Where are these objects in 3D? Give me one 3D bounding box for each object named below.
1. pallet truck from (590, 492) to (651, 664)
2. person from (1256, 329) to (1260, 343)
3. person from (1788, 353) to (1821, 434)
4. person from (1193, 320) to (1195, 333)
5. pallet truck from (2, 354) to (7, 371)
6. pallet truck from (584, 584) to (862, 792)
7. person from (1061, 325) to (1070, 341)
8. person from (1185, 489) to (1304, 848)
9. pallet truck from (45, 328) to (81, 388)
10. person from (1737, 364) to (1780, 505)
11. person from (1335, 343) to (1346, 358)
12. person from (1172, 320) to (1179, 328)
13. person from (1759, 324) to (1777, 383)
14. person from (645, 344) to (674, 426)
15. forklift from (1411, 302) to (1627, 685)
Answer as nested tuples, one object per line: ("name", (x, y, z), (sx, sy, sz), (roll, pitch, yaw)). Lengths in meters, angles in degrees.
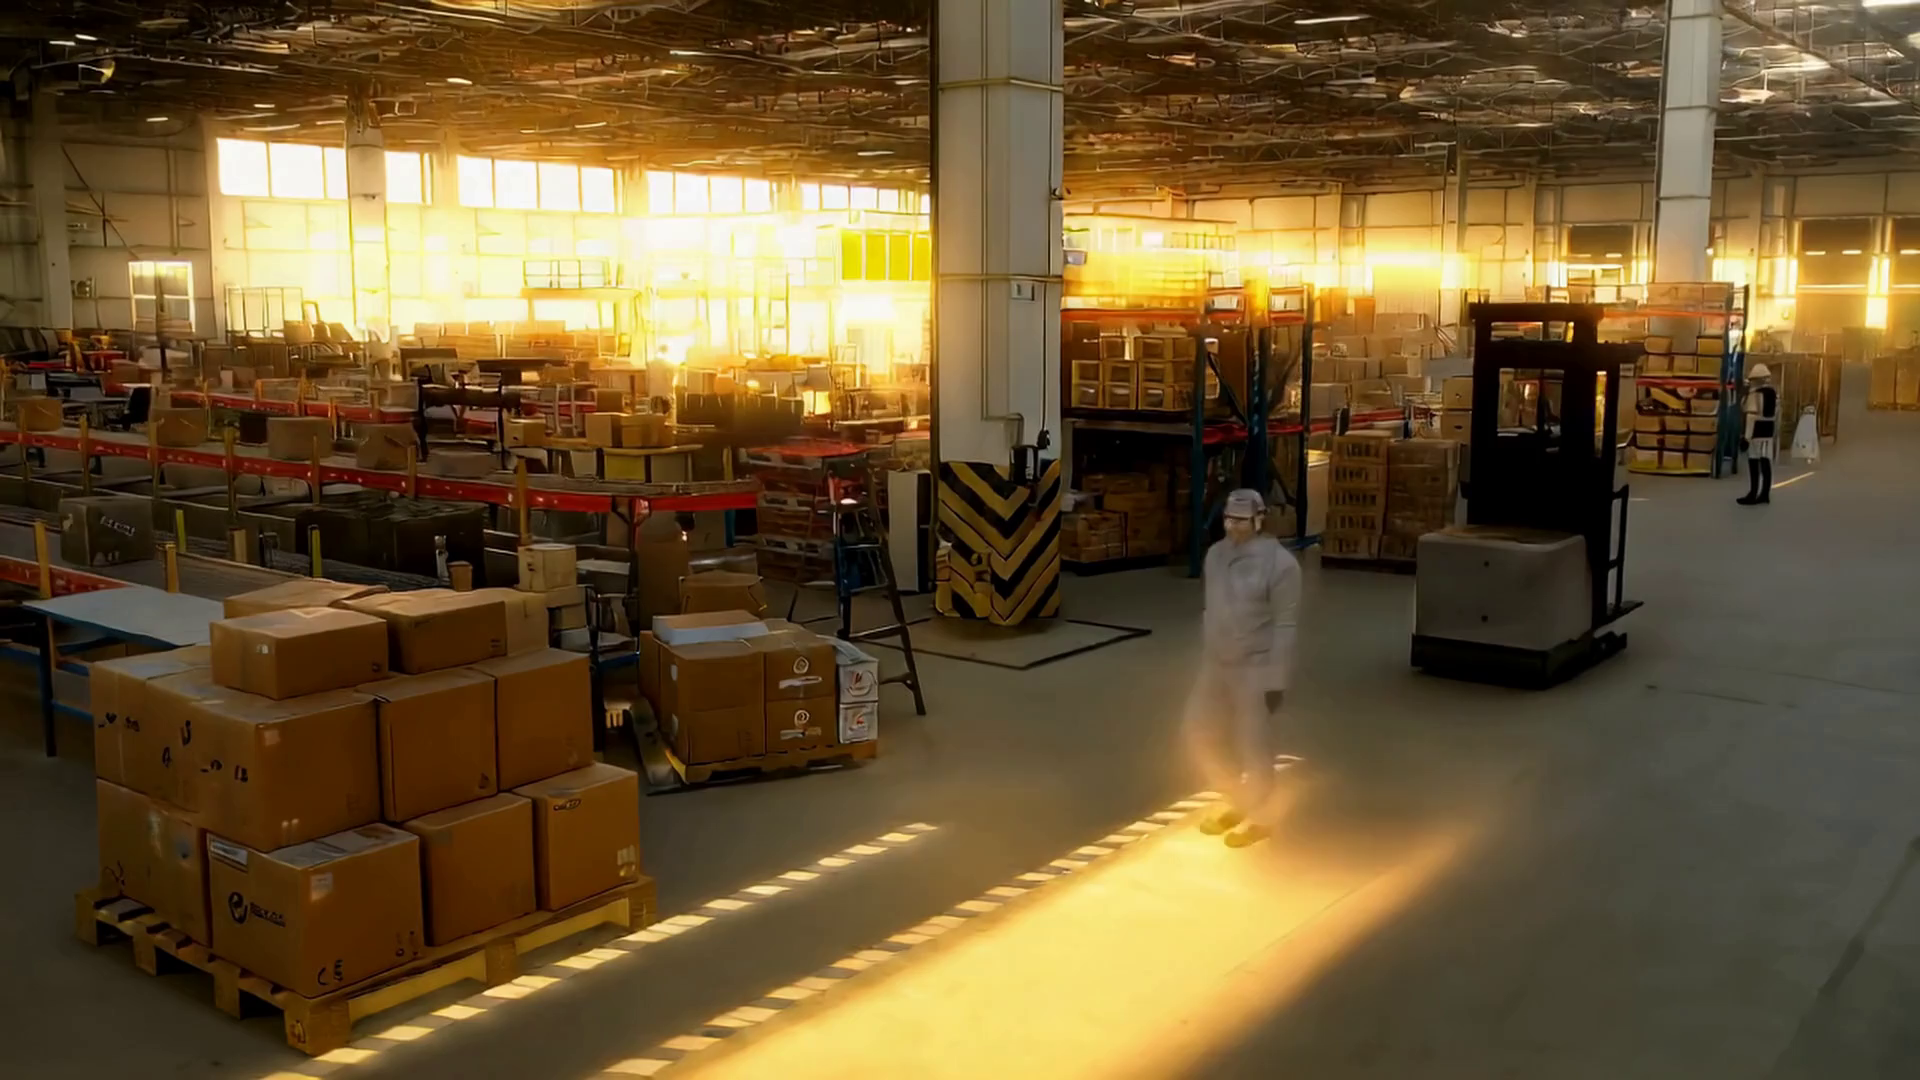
("pallet truck", (-3.115, 0.344, 12.883), (0.653, 1.274, 1.630), (7, 11, 37))
("person", (12.409, -8.163, 68.397), (0.513, 1.845, 0.334), (2, 9, 13))
("person", (17.051, -2.939, 33.615), (0.554, 1.721, 0.798), (-3, 9, -17))
("person", (8.566, -7.047, 60.622), (0.704, 1.912, 0.582), (-1, 8, -7))
("pallet truck", (-24.881, -4.417, 42.634), (1.885, 1.965, 0.823), (8, 11, 41))
("pallet truck", (-1.426, 0.805, 10.019), (1.601, 1.201, 0.680), (-4, 9, -26))
("person", (3.566, -6.540, 57.564), (0.938, 1.830, 0.623), (-2, 9, -12))
("person", (1.452, 0.674, 8.663), (0.464, 1.889, 0.678), (-7, 11, -38))
("pallet truck", (-23.775, -4.544, 43.495), (1.885, 1.965, 0.823), (6, 10, 35))
("person", (10.932, -1.441, 22.810), (0.542, 1.928, 0.376), (-4, 10, -27))
("person", (9.877, -4.337, 43.414), (0.587, 1.607, 0.521), (4, 9, 25))
("person", (8.266, -7.622, 64.641), (0.876, 1.892, 0.601), (-2, 9, -13))
("person", (26.052, -6.006, 53.599), (0.556, 1.918, 0.429), (-3, 9, -22))
("person", (-5.715, -2.765, 31.710), (0.548, 1.934, 0.376), (0, 8, 2))
("forklift", (4.379, -0.438, 12.852), (1.129, 2.768, 1.873), (7, 11, 37))
